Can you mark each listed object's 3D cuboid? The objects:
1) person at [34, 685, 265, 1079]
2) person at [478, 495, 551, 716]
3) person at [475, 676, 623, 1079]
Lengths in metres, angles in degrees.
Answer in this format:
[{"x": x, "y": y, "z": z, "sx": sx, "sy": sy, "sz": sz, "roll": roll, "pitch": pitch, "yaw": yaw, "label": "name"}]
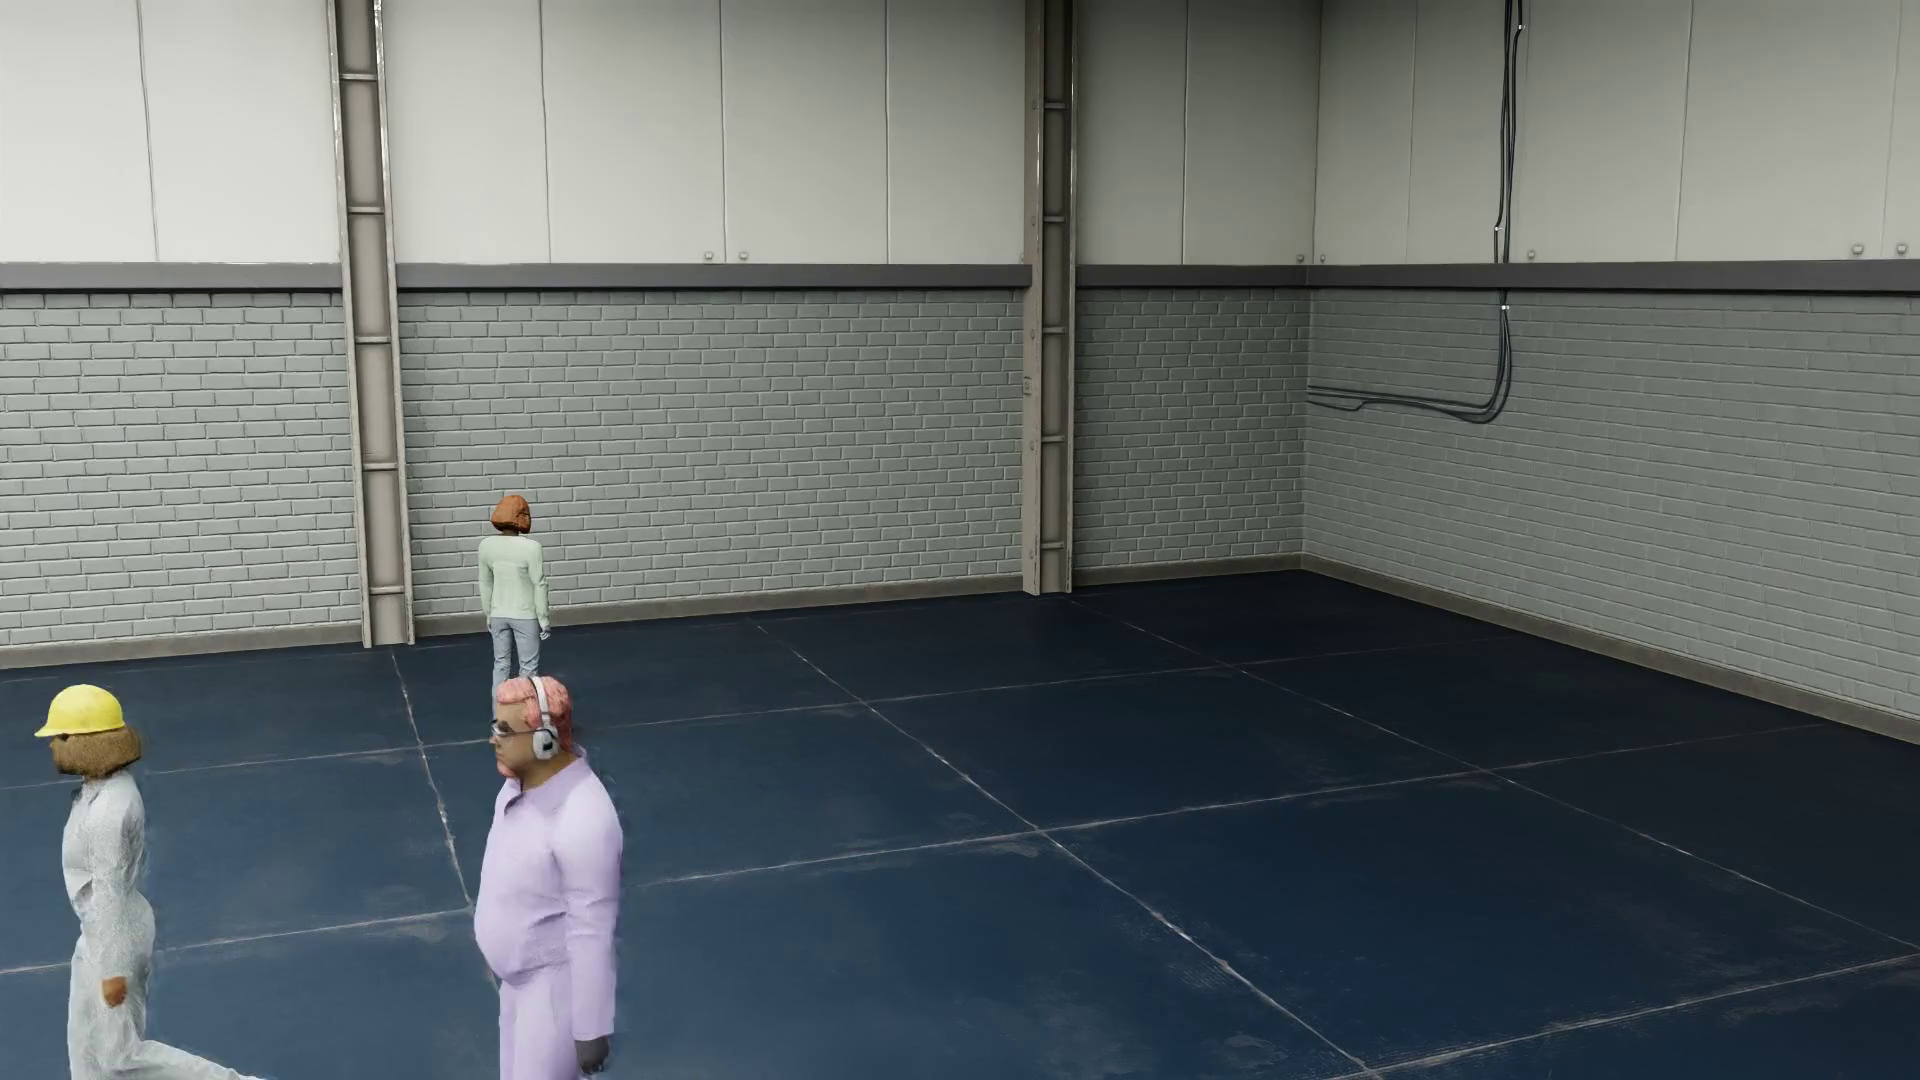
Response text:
[{"x": -2.733, "y": 1.308, "z": 5.495, "sx": 0.662, "sy": 1.719, "sz": 0.492, "roll": -5, "pitch": 10, "yaw": -30, "label": "person"}, {"x": -2.864, "y": 0.517, "z": 10.746, "sx": 0.497, "sy": 1.633, "sz": 0.288, "roll": 3, "pitch": 10, "yaw": 20, "label": "person"}, {"x": -1.166, "y": 1.308, "z": 4.978, "sx": 0.620, "sy": 1.887, "sz": 0.655, "roll": -5, "pitch": 10, "yaw": -27, "label": "person"}]
